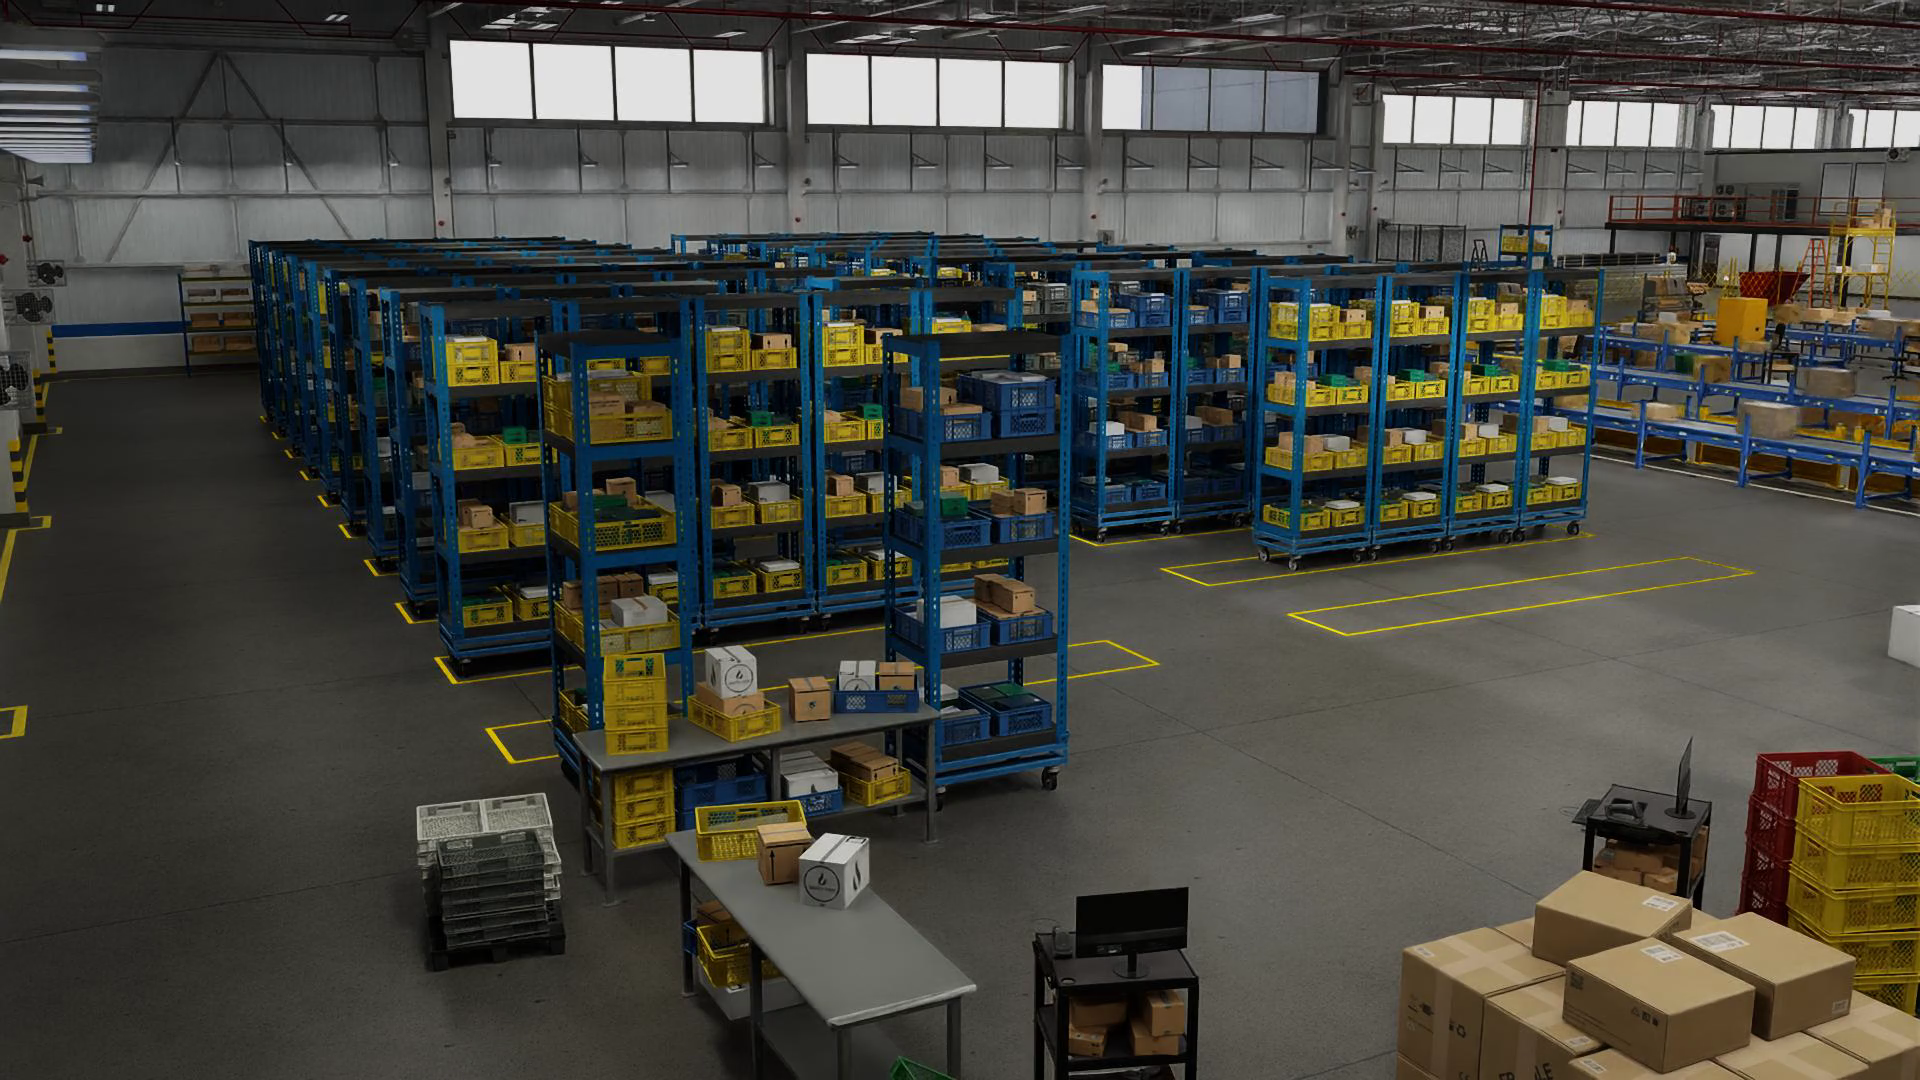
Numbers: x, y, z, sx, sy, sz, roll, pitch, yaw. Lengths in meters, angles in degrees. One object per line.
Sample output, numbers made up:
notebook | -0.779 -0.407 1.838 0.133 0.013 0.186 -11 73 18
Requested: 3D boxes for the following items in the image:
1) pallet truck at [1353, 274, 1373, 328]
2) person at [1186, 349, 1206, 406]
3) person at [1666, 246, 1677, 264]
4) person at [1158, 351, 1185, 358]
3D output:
pallet truck | 13.011 -8.050 55.243 0.823 1.965 1.885 -7 14 -28
person | 5.139 -3.769 35.484 0.659 1.881 0.751 -4 13 -18
person | 32.949 -12.679 77.162 0.575 1.885 0.355 -7 14 -29
person | 4.918 -4.303 38.253 0.598 1.779 0.958 -2 12 -9
